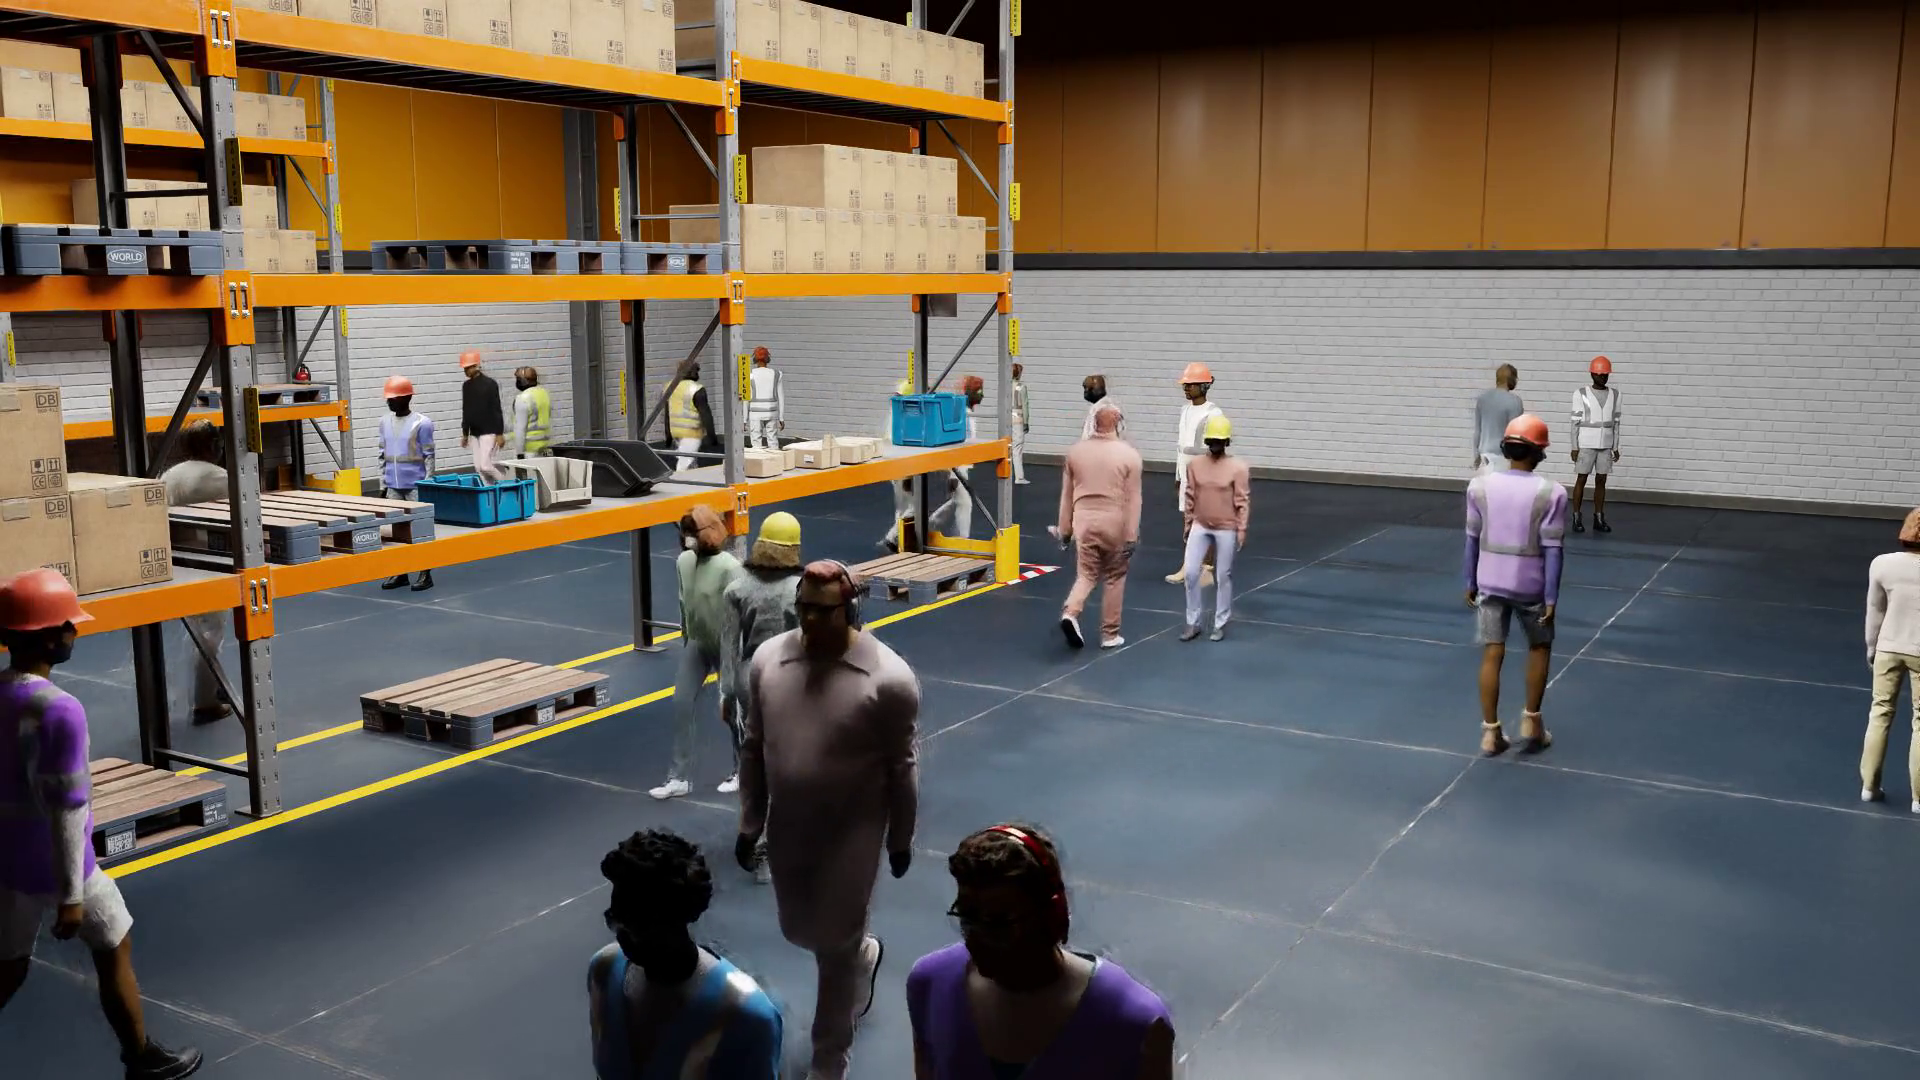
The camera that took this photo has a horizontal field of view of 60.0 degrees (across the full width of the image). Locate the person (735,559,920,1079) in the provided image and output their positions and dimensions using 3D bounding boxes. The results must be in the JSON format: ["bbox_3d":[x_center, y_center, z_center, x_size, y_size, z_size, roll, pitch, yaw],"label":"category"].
[{"bbox_3d":[-0.433,0.973,5.849,0.629,1.883,0.814,4,10,25],"label":"person"}]

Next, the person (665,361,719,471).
[{"bbox_3d":[-3.197,-1.265,20.057,0.641,1.797,0.918,8,12,43],"label":"person"}]

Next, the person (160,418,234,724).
[{"bbox_3d":[-4.748,0.184,10.621,0.626,1.919,0.664,4,10,23],"label":"person"}]

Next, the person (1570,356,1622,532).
[{"bbox_3d":[6.995,-1.049,18.290,0.550,1.937,0.357,0,9,-2],"label":"person"}]

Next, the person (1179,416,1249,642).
[{"bbox_3d":[1.922,-0.069,12.724,0.547,1.747,0.567,5,10,29],"label":"person"}]

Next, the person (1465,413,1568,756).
[{"bbox_3d":[3.298,0.260,9.862,0.624,2.023,0.664,7,11,35],"label":"person"}]

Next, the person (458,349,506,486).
[{"bbox_3d":[-5.590,-1.251,19.477,0.638,1.961,0.542,8,12,40],"label":"person"}]

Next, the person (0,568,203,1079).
[{"bbox_3d":[-3.021,1.036,5.426,0.546,1.899,0.958,4,10,23],"label":"person"}]

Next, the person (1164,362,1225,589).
[{"bbox_3d":[2.126,-0.579,15.030,0.372,2.044,0.607,-5,10,-26],"label":"person"}]

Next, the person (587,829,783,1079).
[{"bbox_3d":[-0.585,1.422,3.648,0.558,1.677,0.394,6,11,32],"label":"person"}]

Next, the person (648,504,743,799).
[{"bbox_3d":[-1.399,0.612,8.939,0.524,1.601,0.720,7,11,36],"label":"person"}]

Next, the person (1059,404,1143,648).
[{"bbox_3d":[1.020,-0.073,12.449,0.652,1.873,0.663,5,10,27],"label":"person"}]

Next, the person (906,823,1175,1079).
[{"bbox_3d":[0.178,1.415,3.266,0.625,1.820,0.477,5,11,30],"label":"person"}]

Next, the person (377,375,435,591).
[{"bbox_3d":[-4.976,-0.506,14.906,0.552,1.934,0.355,3,9,16],"label":"person"}]

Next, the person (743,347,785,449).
[{"bbox_3d":[-2.593,-1.603,21.915,0.585,1.881,0.337,-3,10,-19],"label":"person"}]

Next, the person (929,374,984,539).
[{"bbox_3d":[-0.094,-0.718,16.476,0.707,1.859,0.615,2,9,10],"label":"person"}]

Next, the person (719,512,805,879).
[{"bbox_3d":[-0.884,0.709,8.037,0.489,1.697,0.863,1,9,4],"label":"person"}]

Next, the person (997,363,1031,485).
[{"bbox_3d":[0.717,-1.561,22.421,0.512,1.638,0.312,8,12,40],"label":"person"}]

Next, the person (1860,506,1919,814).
[{"bbox_3d":[5.056,0.623,8.834,0.284,1.628,0.502,-7,12,-38],"label":"person"}]

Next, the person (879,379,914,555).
[{"bbox_3d":[-0.521,-0.668,16.340,0.468,1.811,0.612,-2,9,-11],"label":"person"}]

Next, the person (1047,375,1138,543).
[{"bbox_3d":[1.420,-0.824,17.360,0.980,1.779,0.646,0,9,2],"label":"person"}]

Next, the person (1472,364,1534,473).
[{"bbox_3d":[5.728,-0.880,17.352,0.944,1.898,0.638,-2,9,-14],"label":"person"}]

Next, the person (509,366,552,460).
[{"bbox_3d":[-4.764,-1.026,18.507,0.701,1.828,0.635,3,9,15],"label":"person"}]
